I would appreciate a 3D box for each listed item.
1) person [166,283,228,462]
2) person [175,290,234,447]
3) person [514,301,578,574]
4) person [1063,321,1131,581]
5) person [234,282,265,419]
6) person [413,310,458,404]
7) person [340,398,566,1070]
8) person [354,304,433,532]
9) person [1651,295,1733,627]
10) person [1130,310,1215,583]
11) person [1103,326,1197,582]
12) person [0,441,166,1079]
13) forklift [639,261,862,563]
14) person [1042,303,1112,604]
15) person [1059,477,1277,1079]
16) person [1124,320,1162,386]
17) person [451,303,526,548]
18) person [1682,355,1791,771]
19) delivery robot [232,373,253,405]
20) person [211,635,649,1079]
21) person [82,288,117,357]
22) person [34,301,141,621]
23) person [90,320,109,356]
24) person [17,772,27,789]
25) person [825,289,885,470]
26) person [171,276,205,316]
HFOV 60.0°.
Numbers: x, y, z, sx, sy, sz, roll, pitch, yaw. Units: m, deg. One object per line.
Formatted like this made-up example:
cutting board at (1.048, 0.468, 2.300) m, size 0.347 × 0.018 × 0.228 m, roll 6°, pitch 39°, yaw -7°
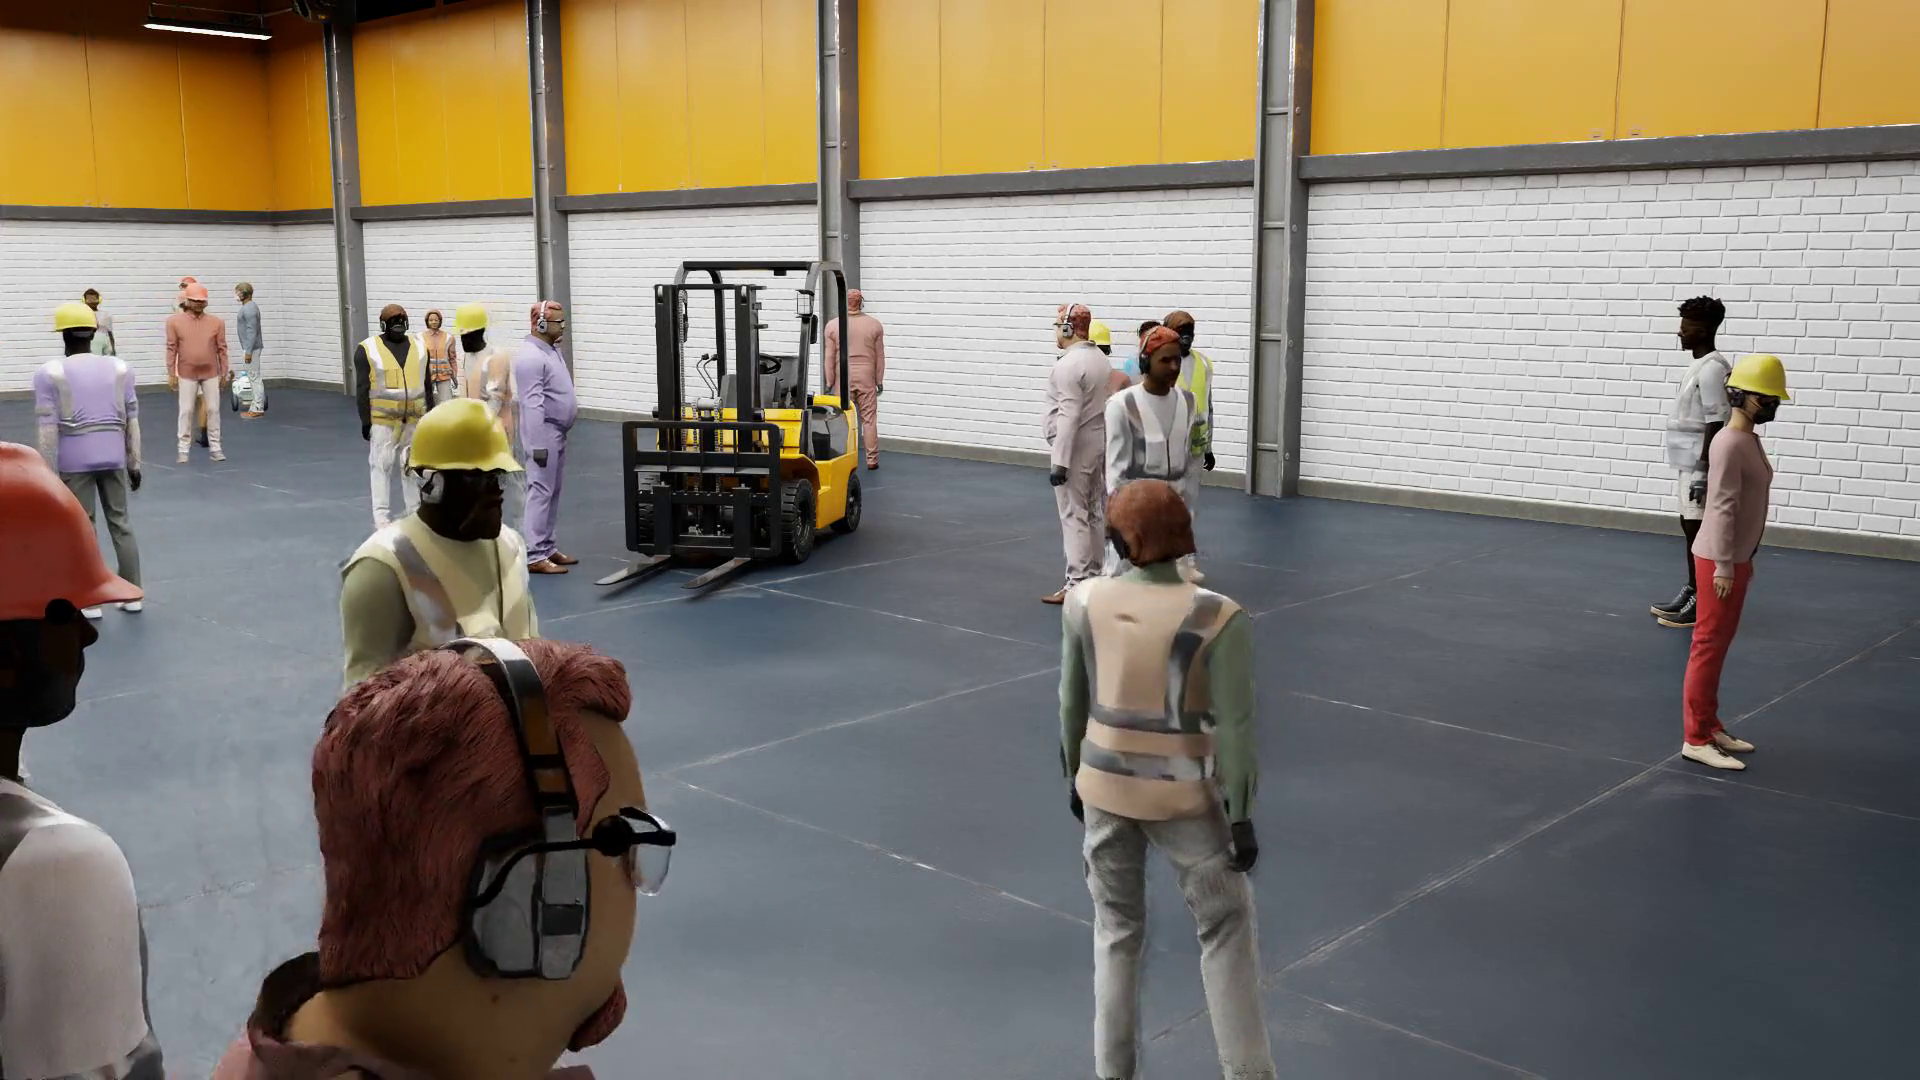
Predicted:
person at (-8.355, -1.824, 18.239) m, size 0.624 × 1.970 × 0.493 m, roll -5°, pitch 11°, yaw -29°
person at (-9.131, -2.062, 19.990) m, size 0.646 × 1.875 × 1.012 m, roll -2°, pitch 9°, yaw -9°
person at (-2.871, -0.714, 11.627) m, size 0.401 × 1.900 × 0.639 m, roll 0°, pitch 9°, yaw -1°
person at (0.919, -0.598, 11.323) m, size 0.530 × 1.768 × 0.312 m, roll -3°, pitch 10°, yaw -15°
person at (-10.064, -2.680, 23.556) m, size 0.372 × 1.940 × 0.632 m, roll -4°, pitch 10°, yaw -24°
person at (-6.214, -1.905, 19.715) m, size 0.514 × 1.642 × 0.310 m, roll -5°, pitch 10°, yaw -26°
person at (-1.142, 0.554, 4.142) m, size 0.839 × 1.796 × 0.624 m, roll 3°, pitch 10°, yaw 20°
person at (-4.487, -0.956, 13.280) m, size 0.619 × 1.845 × 0.430 m, roll -7°, pitch 12°, yaw -38°
person at (4.369, -0.462, 9.872) m, size 0.361 × 1.964 × 0.617 m, roll 3°, pitch 10°, yaw 17°
person at (1.450, -0.614, 11.182) m, size 0.620 × 1.845 × 0.429 m, roll -4°, pitch 10°, yaw -24°
person at (0.959, -0.112, 8.114) m, size 0.584 × 1.832 × 0.930 m, roll -6°, pitch 11°, yaw -30°
person at (-1.049, 0.855, 1.883) m, size 0.552 × 1.937 × 0.356 m, roll 4°, pitch 10°, yaw 25°
forklift at (-1.552, -1.040, 12.721) m, size 1.214 × 2.155 × 2.313 m, roll 2°, pitch 9°, yaw 11°
person at (0.716, -0.543, 10.555) m, size 0.401 × 1.906 × 0.650 m, roll 4°, pitch 10°, yaw 25°
person at (0.517, 0.654, 4.105) m, size 0.671 × 1.612 × 0.325 m, roll 7°, pitch 11°, yaw 36°
person at (1.695, -1.191, 15.274) m, size 0.538 × 1.669 × 0.800 m, roll -5°, pitch 11°, yaw -30°
person at (-3.514, -0.770, 12.065) m, size 0.588 × 1.868 × 0.940 m, roll 7°, pitch 12°, yaw 36°
person at (3.329, 0.088, 7.136) m, size 0.337 × 1.761 × 0.526 m, roll 6°, pitch 11°, yaw 34°
delivery robot at (-10.717, -2.271, 24.993) m, size 0.477 × 0.478 × 0.707 m, roll -5°, pitch 11°, yaw -29°
person at (-0.442, 1.006, 1.158) m, size 0.690 × 1.878 × 0.667 m, roll -4°, pitch 10°, yaw -23°
person at (-12.352, -2.670, 23.791) m, size 0.538 × 1.850 × 0.625 m, roll -5°, pitch 11°, yaw -28°
person at (-5.272, -0.475, 10.075) m, size 0.386 × 1.923 × 0.594 m, roll 7°, pitch 12°, yaw 37°
person at (-10.625, -2.009, 20.451) m, size 0.645 × 1.612 × 0.504 m, roll 4°, pitch 10°, yaw 23°
person at (-4.107, 0.165, 6.458) m, size 1.007 × 1.839 × 0.583 m, roll 4°, pitch 10°, yaw 21°
person at (-1.108, -1.680, 17.524) m, size 0.636 × 1.909 × 0.404 m, roll -1°, pitch 9°, yaw -9°
person at (-12.944, -3.434, 28.024) m, size 0.610 × 1.990 × 0.389 m, roll 2°, pitch 9°, yaw 11°
